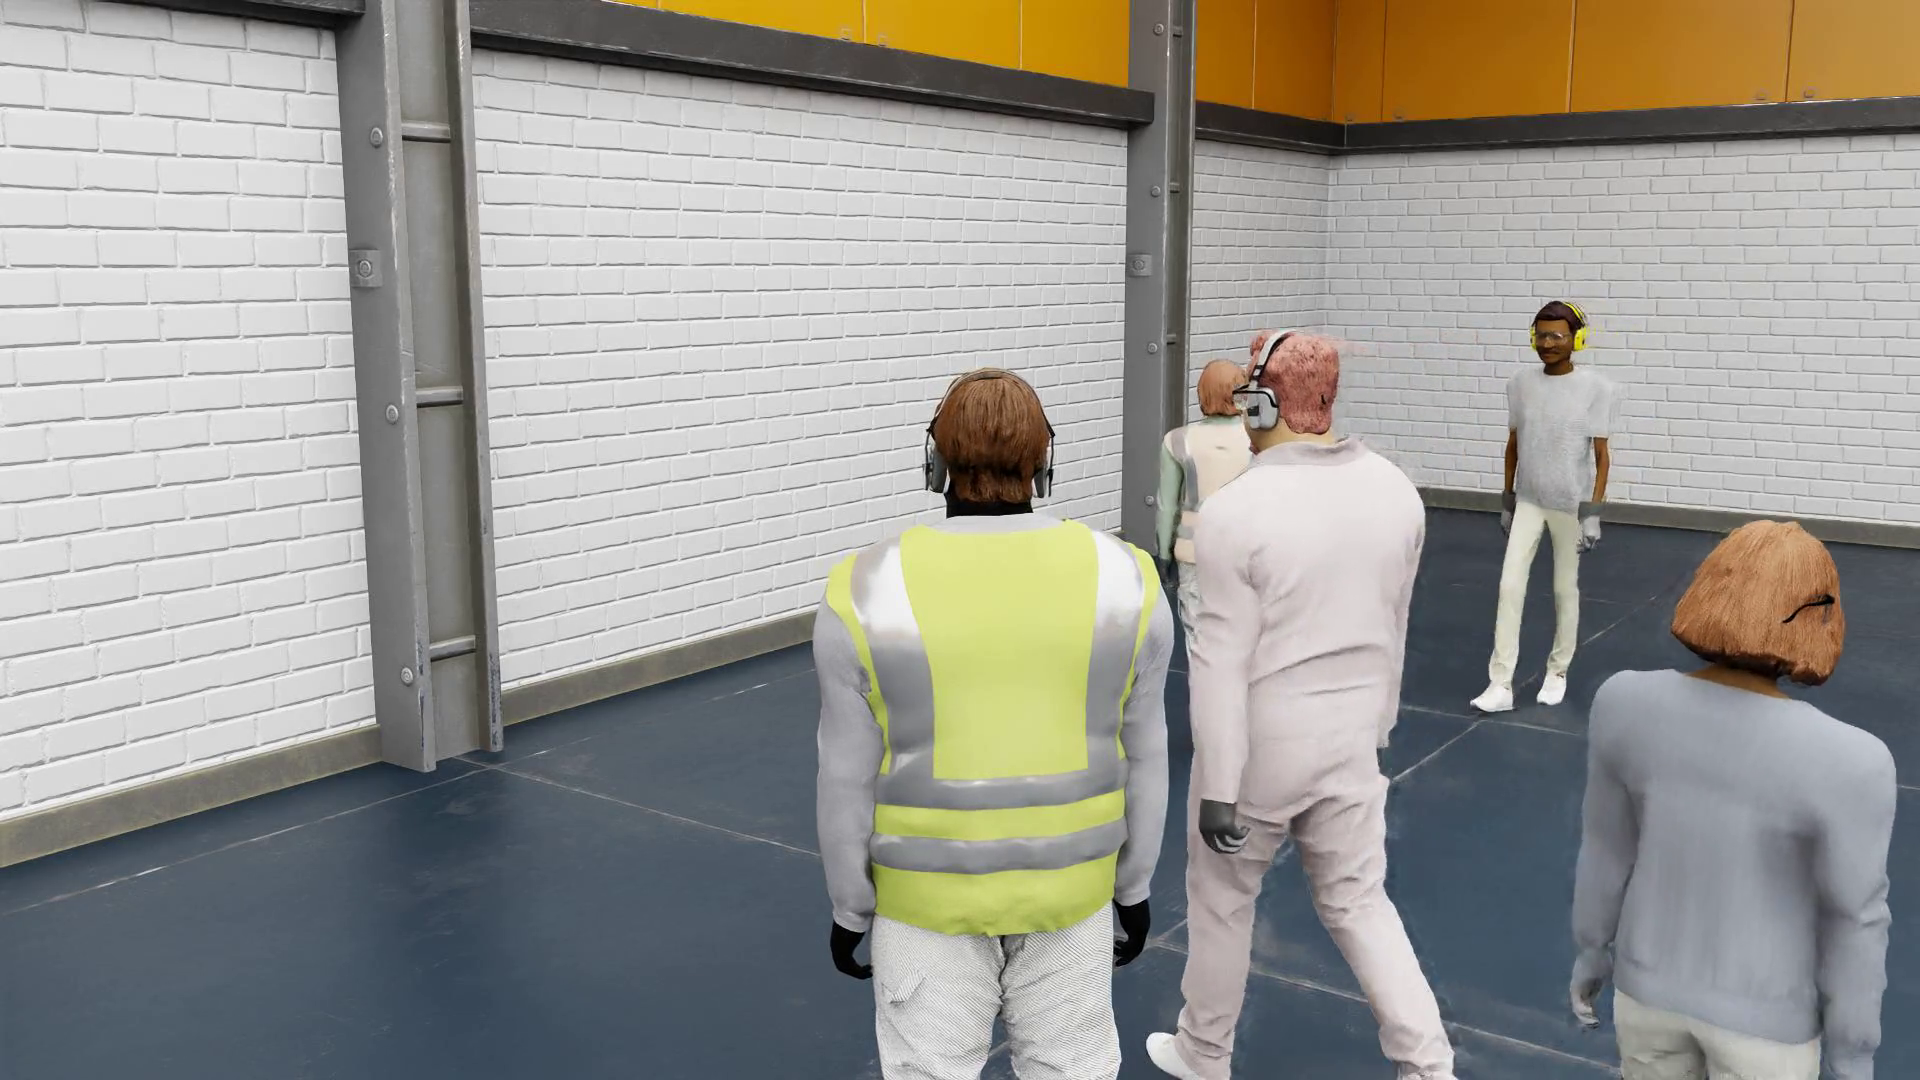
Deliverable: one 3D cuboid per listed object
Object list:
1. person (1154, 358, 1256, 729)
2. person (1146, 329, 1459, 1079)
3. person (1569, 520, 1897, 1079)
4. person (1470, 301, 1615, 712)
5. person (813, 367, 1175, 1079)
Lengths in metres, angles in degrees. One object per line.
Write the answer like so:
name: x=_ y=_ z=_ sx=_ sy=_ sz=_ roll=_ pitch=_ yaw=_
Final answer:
person: x=1.055 y=0.083 z=6.749 sx=0.536 sy=1.625 sz=0.370 roll=2 pitch=10 yaw=10
person: x=0.788 y=0.463 z=3.765 sx=0.648 sy=1.878 sz=0.897 roll=-5 pitch=11 yaw=-27
person: x=1.215 y=0.769 z=2.713 sx=0.461 sy=1.615 sz=0.514 roll=-7 pitch=12 yaw=-38
person: x=2.588 y=-0.123 z=7.369 sx=0.530 sy=1.830 sz=0.868 roll=8 pitch=12 yaw=38
person: x=0.053 y=0.619 z=2.946 sx=0.627 sy=1.844 sz=0.429 roll=-2 pitch=10 yaw=-10
